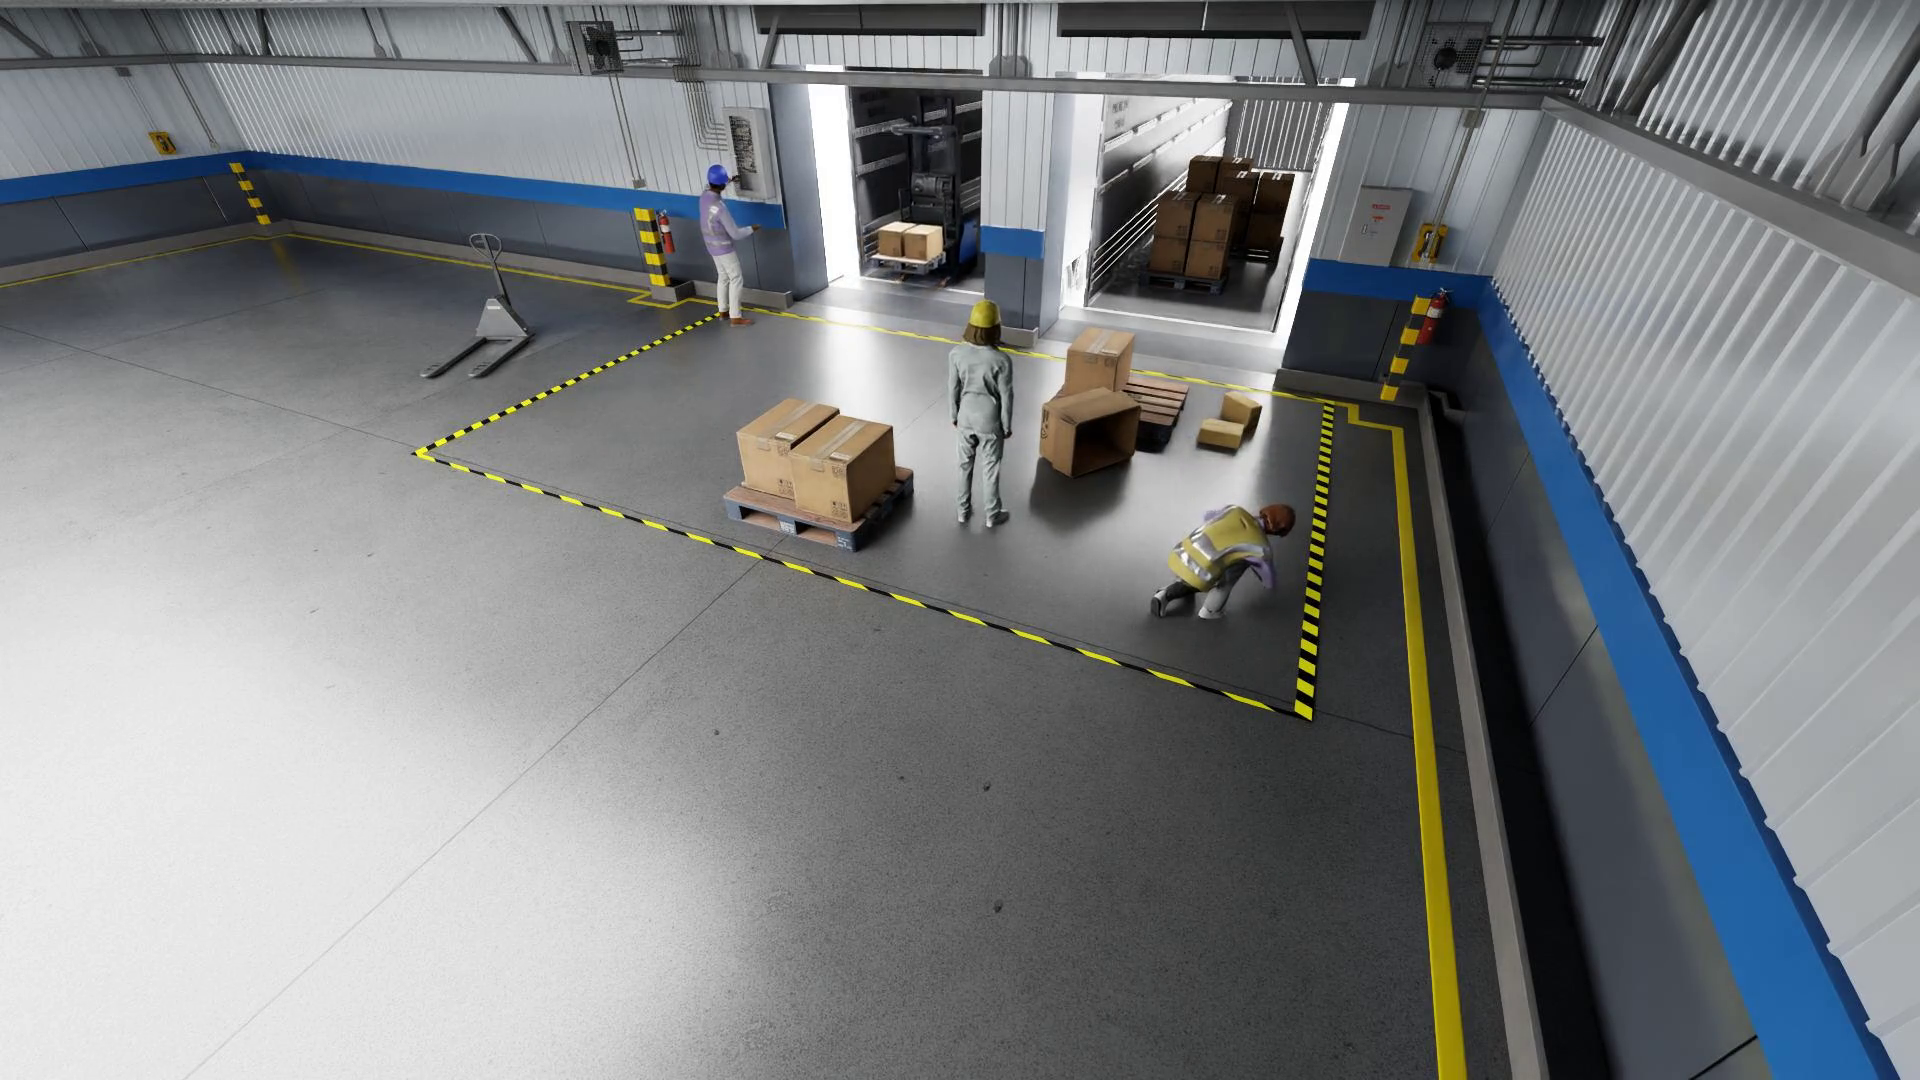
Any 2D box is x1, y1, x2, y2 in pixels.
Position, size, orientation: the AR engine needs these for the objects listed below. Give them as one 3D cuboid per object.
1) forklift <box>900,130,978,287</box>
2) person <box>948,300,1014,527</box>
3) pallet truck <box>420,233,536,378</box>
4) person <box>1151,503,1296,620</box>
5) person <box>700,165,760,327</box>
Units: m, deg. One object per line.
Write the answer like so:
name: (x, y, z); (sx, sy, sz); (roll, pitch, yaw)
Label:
forklift: (-0.210, -5.097, 11.084); (0.716, 2.013, 0.776); (15, 38, 20)
person: (0.164, -0.902, 5.451); (0.491, 1.742, 0.317); (14, 38, 19)
pallet truck: (-5.664, -2.712, 8.427); (0.680, 1.201, 1.601); (0, 35, -1)
person: (1.688, 0.131, 4.863); (0.914, 0.817, 0.663); (-18, 39, -24)
person: (-2.895, -3.753, 9.321); (0.737, 1.901, 0.864); (-24, 42, -30)
